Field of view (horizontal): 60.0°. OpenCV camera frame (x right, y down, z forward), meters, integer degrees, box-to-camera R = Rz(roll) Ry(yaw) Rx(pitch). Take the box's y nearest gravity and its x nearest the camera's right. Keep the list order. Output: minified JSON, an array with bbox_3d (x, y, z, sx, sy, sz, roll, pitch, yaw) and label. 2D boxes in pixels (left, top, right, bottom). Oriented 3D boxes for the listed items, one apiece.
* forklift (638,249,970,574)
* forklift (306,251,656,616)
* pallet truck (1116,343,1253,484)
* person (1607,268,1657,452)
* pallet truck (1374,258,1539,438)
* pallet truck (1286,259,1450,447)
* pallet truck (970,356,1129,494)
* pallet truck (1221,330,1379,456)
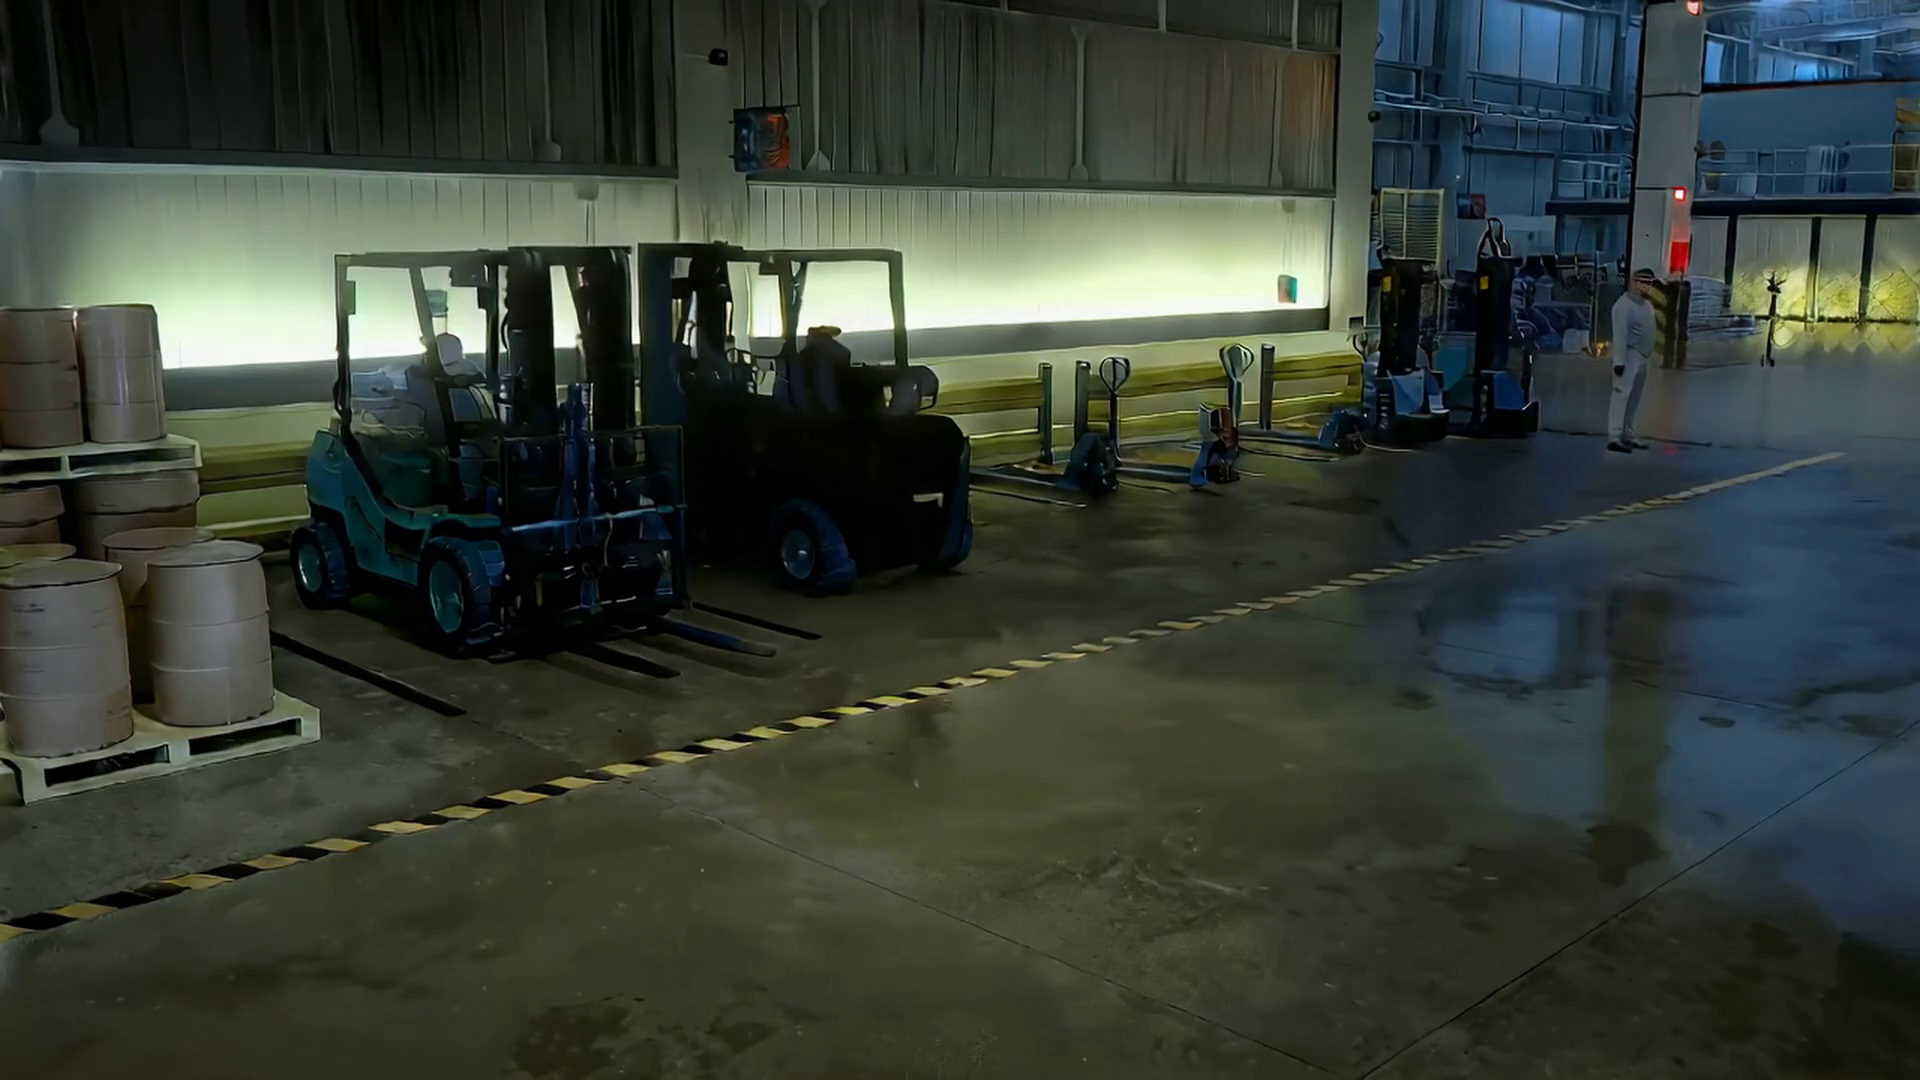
[{"bbox_3d":[-1.173,-0.958,11.239,2.680,1.987,1.157,10,14,43],"label":"forklift"},{"bbox_3d":[-2.833,-0.669,9.694,1.157,1.987,2.680,-10,14,-44],"label":"forklift"},{"bbox_3d":[1.962,-1.215,15.415,1.522,1.261,0.704,10,14,43],"label":"pallet truck"},{"bbox_3d":[7.029,-1.870,17.322,0.644,1.903,0.399,-9,14,-40],"label":"person"},{"bbox_3d":[5.704,-2.208,18.901,1.885,1.965,0.823,10,14,43],"label":"pallet truck"},{"bbox_3d":[4.493,-2.078,18.196,0.823,1.965,1.885,-9,14,-40],"label":"pallet truck"},{"bbox_3d":[0.784,-1.085,14.876,0.680,1.201,1.601,-10,14,-44],"label":"pallet truck"},{"bbox_3d":[3.563,-1.581,17.381,0.653,1.274,1.630,-10,14,-44],"label":"pallet truck"}]
